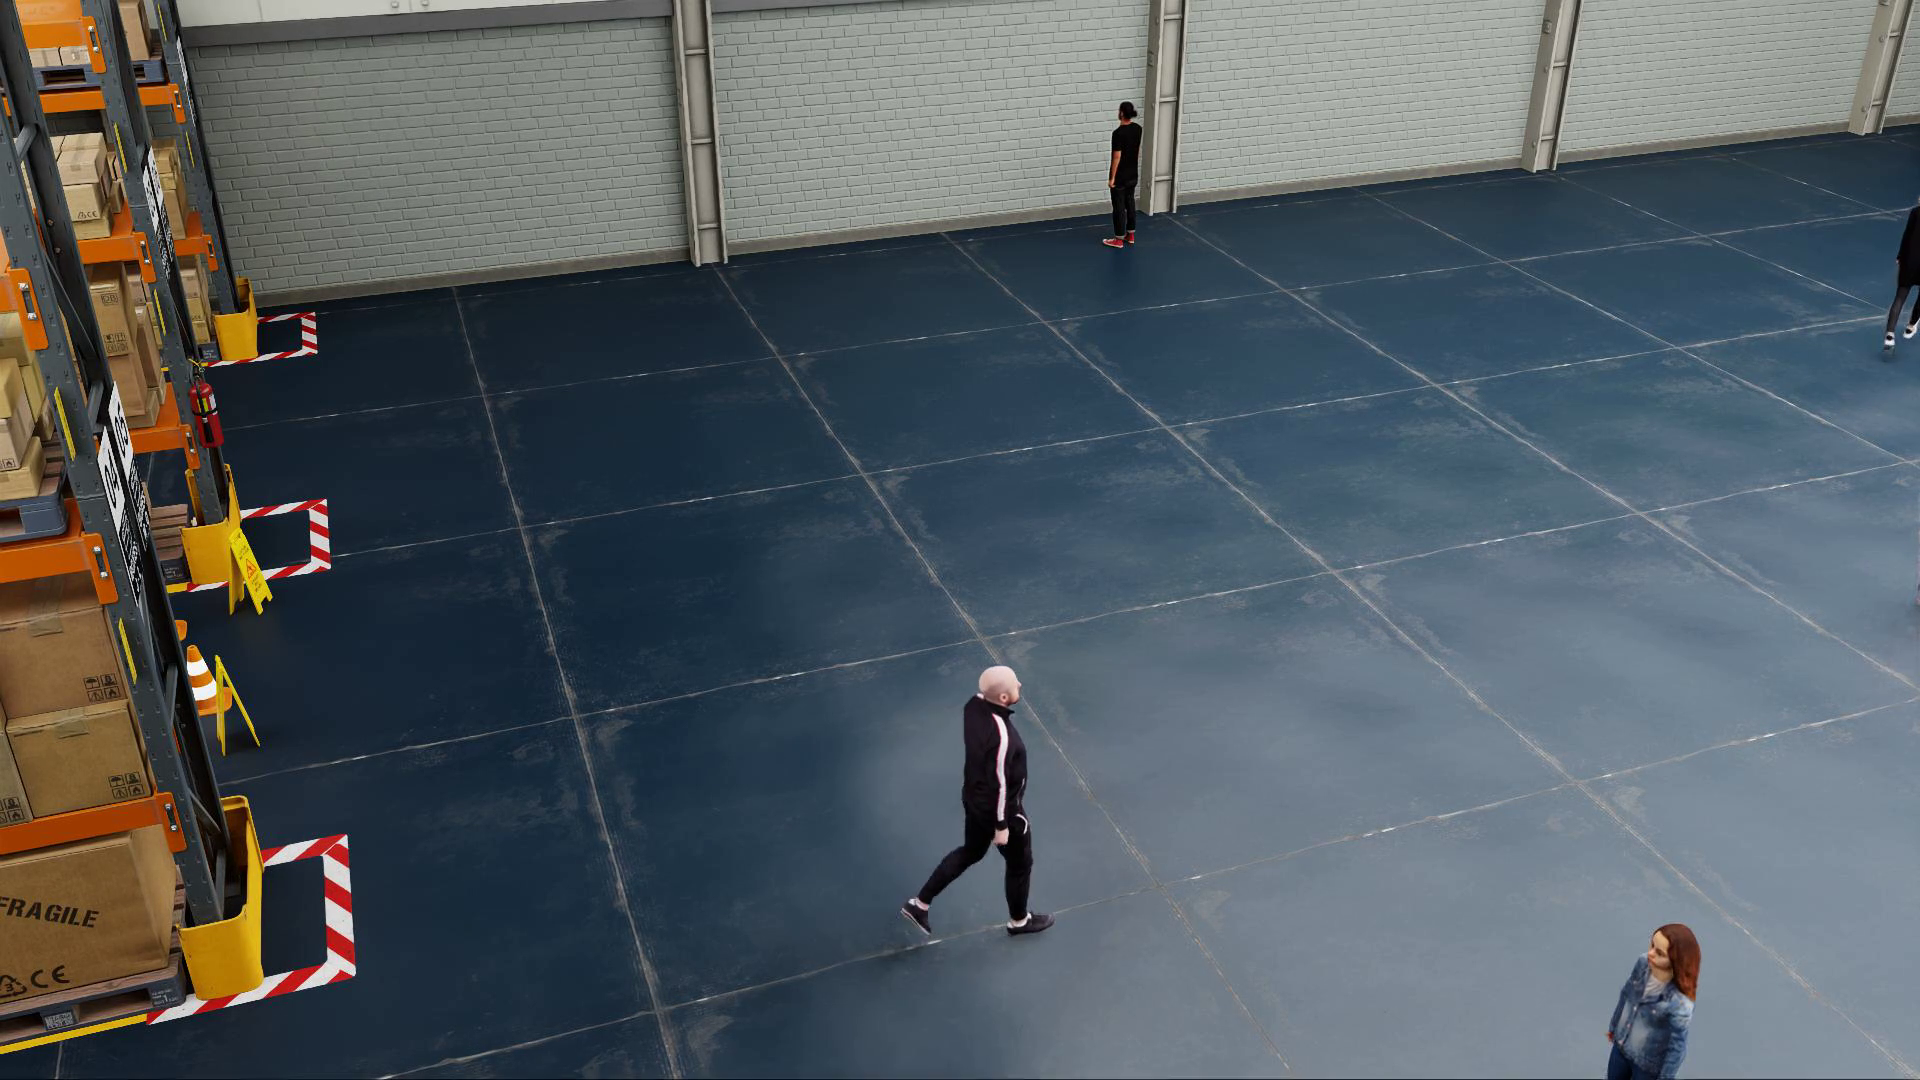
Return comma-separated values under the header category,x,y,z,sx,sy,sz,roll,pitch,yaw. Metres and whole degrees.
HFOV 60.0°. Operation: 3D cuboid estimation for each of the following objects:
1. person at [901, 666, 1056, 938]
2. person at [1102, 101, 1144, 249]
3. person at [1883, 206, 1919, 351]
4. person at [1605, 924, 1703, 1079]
category,x,y,z,sx,sy,sz,roll,pitch,yaw
person,0.087,1.479,9.057,1.101,1.810,0.684,-10,30,-18
person,2.003,-4.459,20.261,0.776,1.758,0.657,25,37,38
person,9.837,-2.773,17.098,1.045,1.756,1.307,21,35,34
person,3.197,2.373,7.720,0.595,1.488,0.600,-6,29,-11
